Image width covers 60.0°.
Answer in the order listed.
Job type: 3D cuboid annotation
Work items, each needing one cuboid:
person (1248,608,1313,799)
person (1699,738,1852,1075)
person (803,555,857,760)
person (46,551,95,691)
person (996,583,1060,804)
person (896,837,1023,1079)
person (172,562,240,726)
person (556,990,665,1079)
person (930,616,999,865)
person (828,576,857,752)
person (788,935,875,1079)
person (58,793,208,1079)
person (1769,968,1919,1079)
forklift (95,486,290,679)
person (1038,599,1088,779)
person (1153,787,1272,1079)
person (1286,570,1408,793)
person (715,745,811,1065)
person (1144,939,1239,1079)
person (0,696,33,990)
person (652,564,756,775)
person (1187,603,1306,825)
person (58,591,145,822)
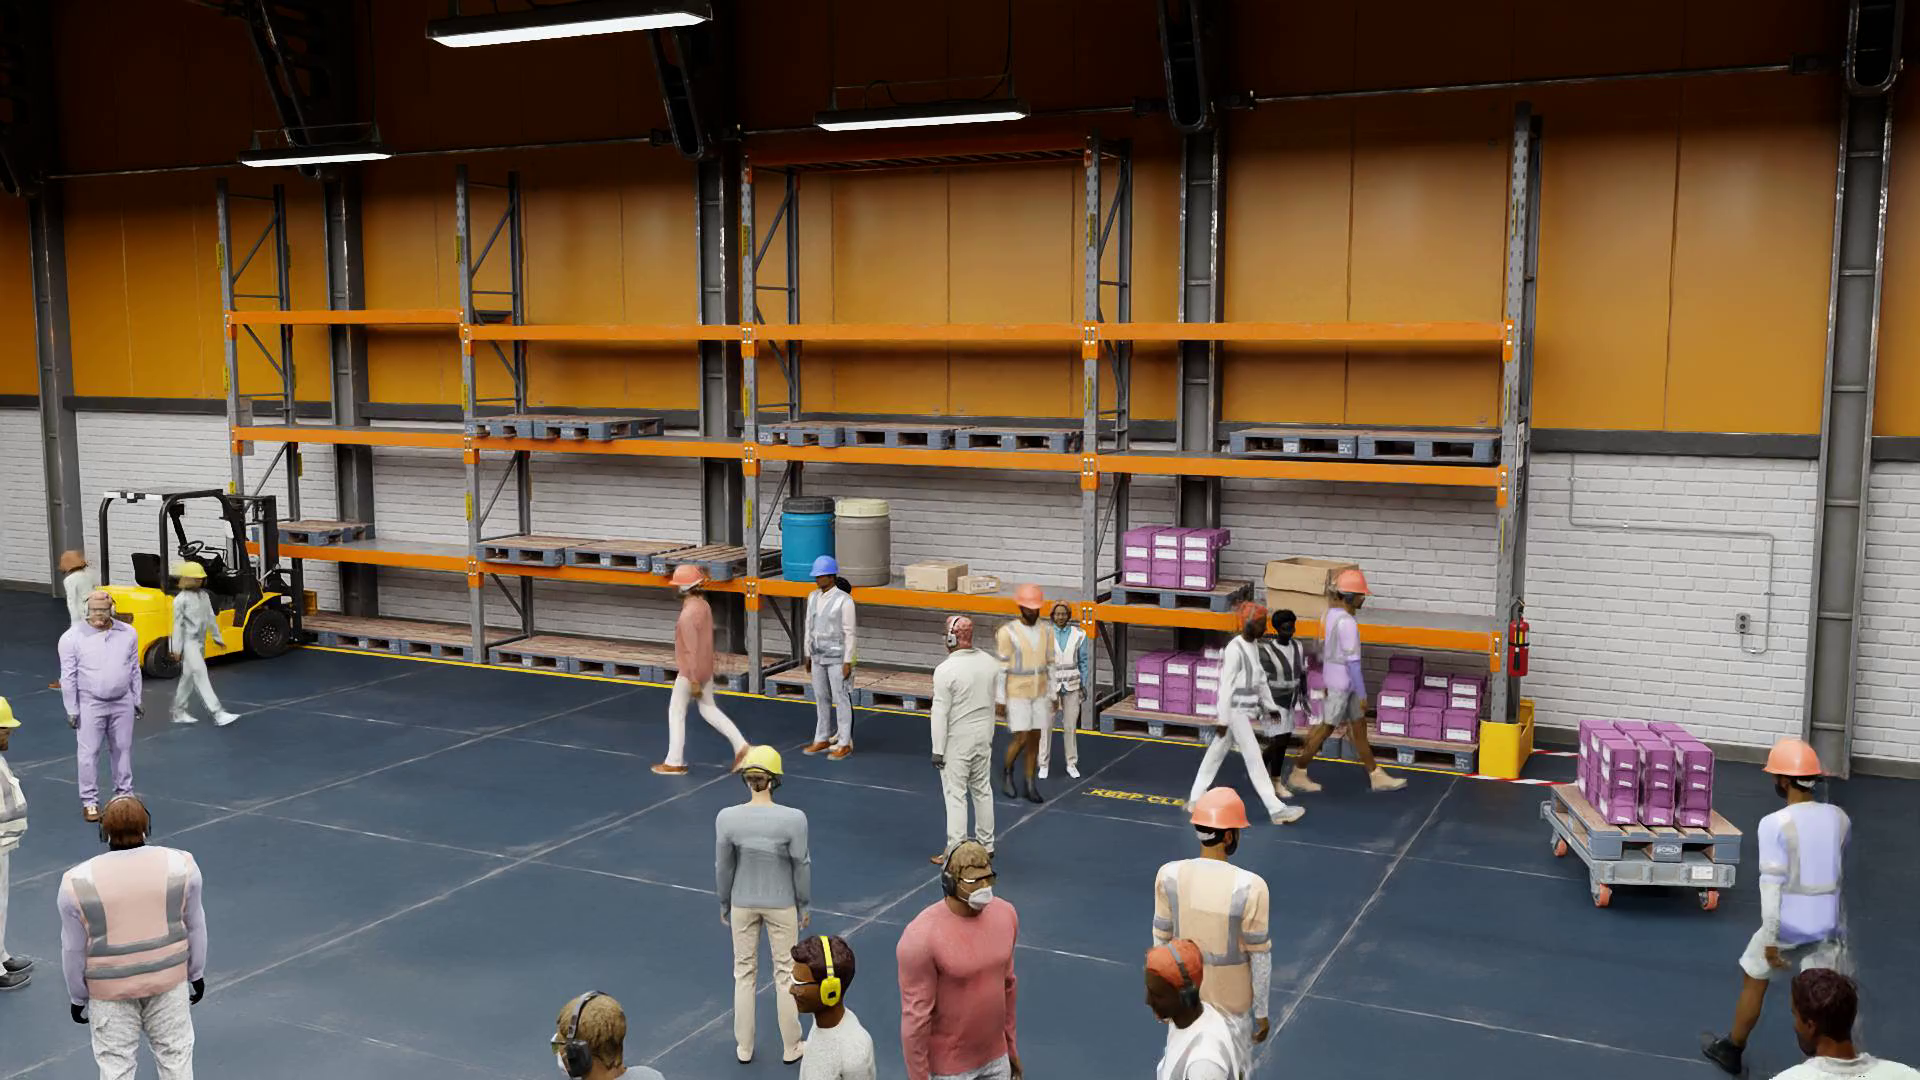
[{"bbox_3d":[2.779,1.412,14.358,0.531,1.677,0.379,-6,9,-39],"label":"person"},{"bbox_3d":[4.355,1.982,8.790,0.571,1.896,0.934,-2,7,-12],"label":"person"},{"bbox_3d":[-1.249,1.108,15.780,0.614,1.945,0.404,6,9,40],"label":"person"},{"bbox_3d":[-9.980,0.920,18.831,0.696,1.591,0.527,1,7,6],"label":"person"},{"bbox_3d":[0.590,1.312,14.249,0.544,1.923,0.401,-4,8,-30],"label":"person"},{"bbox_3d":[0.019,2.183,6.940,0.635,1.939,0.364,-7,10,-44],"label":"person"},{"bbox_3d":[-7.776,1.074,17.083,0.877,1.703,0.493,1,7,8],"label":"person"},{"bbox_3d":[-1.126,2.386,5.321,0.382,1.928,0.635,2,7,17],"label":"person"},{"bbox_3d":[0.007,1.518,12.624,0.394,1.899,0.641,6,9,42],"label":"person"},{"bbox_3d":[-1.160,1.194,16.102,0.318,1.697,0.533,-1,7,-9],"label":"person"},{"bbox_3d":[-0.459,2.329,6.016,0.309,1.868,0.535,-3,7,-21],"label":"person"},{"bbox_3d":[-3.924,2.111,7.929,0.627,1.844,0.429,-4,8,-33],"label":"person"},{"bbox_3d":[2.954,2.393,5.519,0.608,1.879,0.707,0,7,-1],"label":"person"},{"bbox_3d":[-9.426,0.454,20.179,1.214,2.155,2.313,3,8,26],"label":"forklift"},{"bbox_3d":[0.905,1.346,15.075,0.522,1.640,0.306,-1,7,-7],"label":"person"},{"bbox_3d":[1.172,2.095,7.690,0.551,1.930,0.369,3,8,25],"label":"person"},{"bbox_3d":[3.358,1.248,14.491,1.070,1.987,0.633,1,7,5],"label":"person"},{"bbox_3d":[-1.076,2.005,9.154,0.526,1.758,0.340,1,7,6],"label":"person"},{"bbox_3d":[0.790,2.336,6.067,0.938,1.830,0.619,1,7,7],"label":"person"},{"bbox_3d":[-5.931,1.849,10.192,0.403,1.821,0.602,-4,8,-30],"label":"person"},{"bbox_3d":[-2.340,1.184,15.126,0.912,1.963,0.612,2,7,14],"label":"person"},{"bbox_3d":[2.347,1.422,13.700,1.015,1.829,0.601,3,7,21],"label":"person"},{"bbox_3d":[-7.108,1.365,13.844,0.404,1.904,0.650,6,9,39],"label":"person"}]
